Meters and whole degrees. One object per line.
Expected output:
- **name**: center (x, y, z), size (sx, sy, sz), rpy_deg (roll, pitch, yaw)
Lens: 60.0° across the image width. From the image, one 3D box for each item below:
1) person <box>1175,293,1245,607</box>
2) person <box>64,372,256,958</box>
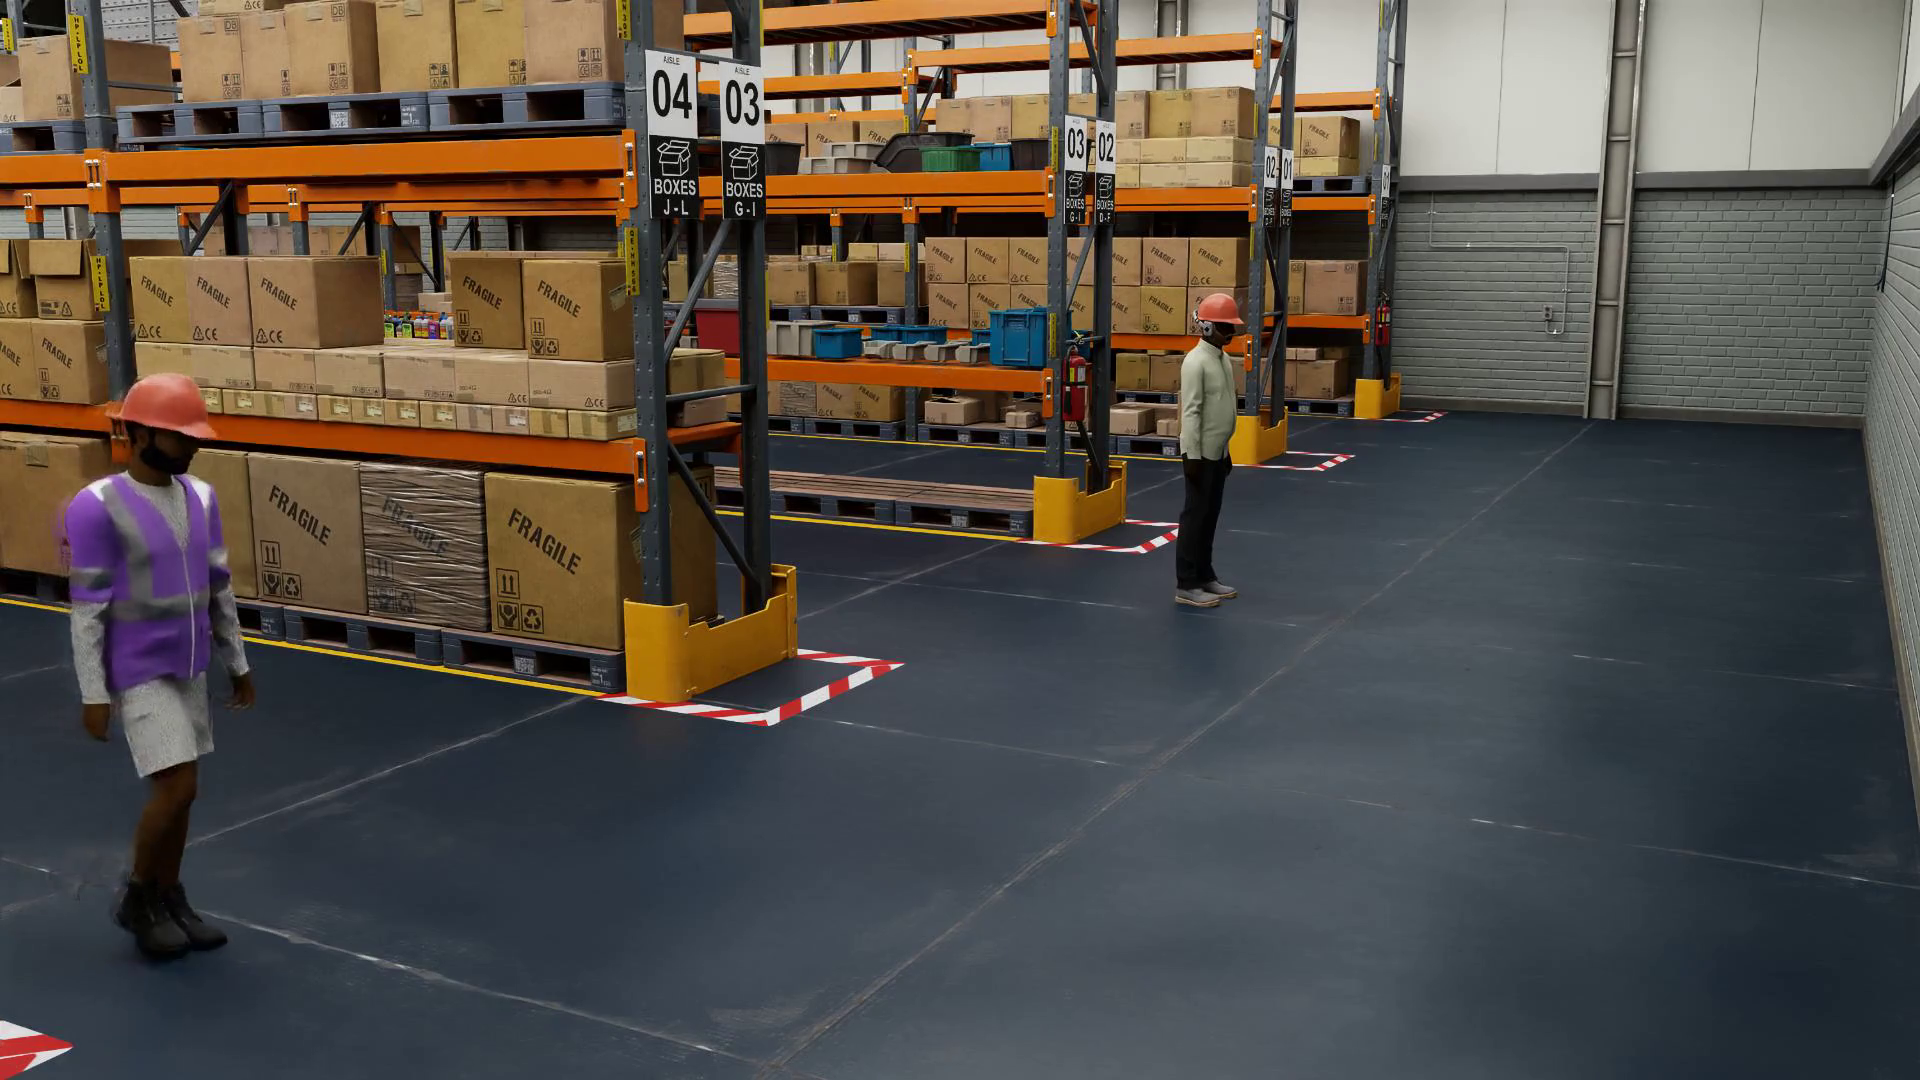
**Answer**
- **person**: center (1.597, -0.570, 10.608), size (0.401, 1.989, 0.618), rpy_deg (5, 12, 27)
- **person**: center (-2.564, 0.415, 5.401), size (0.405, 1.917, 0.566), rpy_deg (3, 11, 17)
